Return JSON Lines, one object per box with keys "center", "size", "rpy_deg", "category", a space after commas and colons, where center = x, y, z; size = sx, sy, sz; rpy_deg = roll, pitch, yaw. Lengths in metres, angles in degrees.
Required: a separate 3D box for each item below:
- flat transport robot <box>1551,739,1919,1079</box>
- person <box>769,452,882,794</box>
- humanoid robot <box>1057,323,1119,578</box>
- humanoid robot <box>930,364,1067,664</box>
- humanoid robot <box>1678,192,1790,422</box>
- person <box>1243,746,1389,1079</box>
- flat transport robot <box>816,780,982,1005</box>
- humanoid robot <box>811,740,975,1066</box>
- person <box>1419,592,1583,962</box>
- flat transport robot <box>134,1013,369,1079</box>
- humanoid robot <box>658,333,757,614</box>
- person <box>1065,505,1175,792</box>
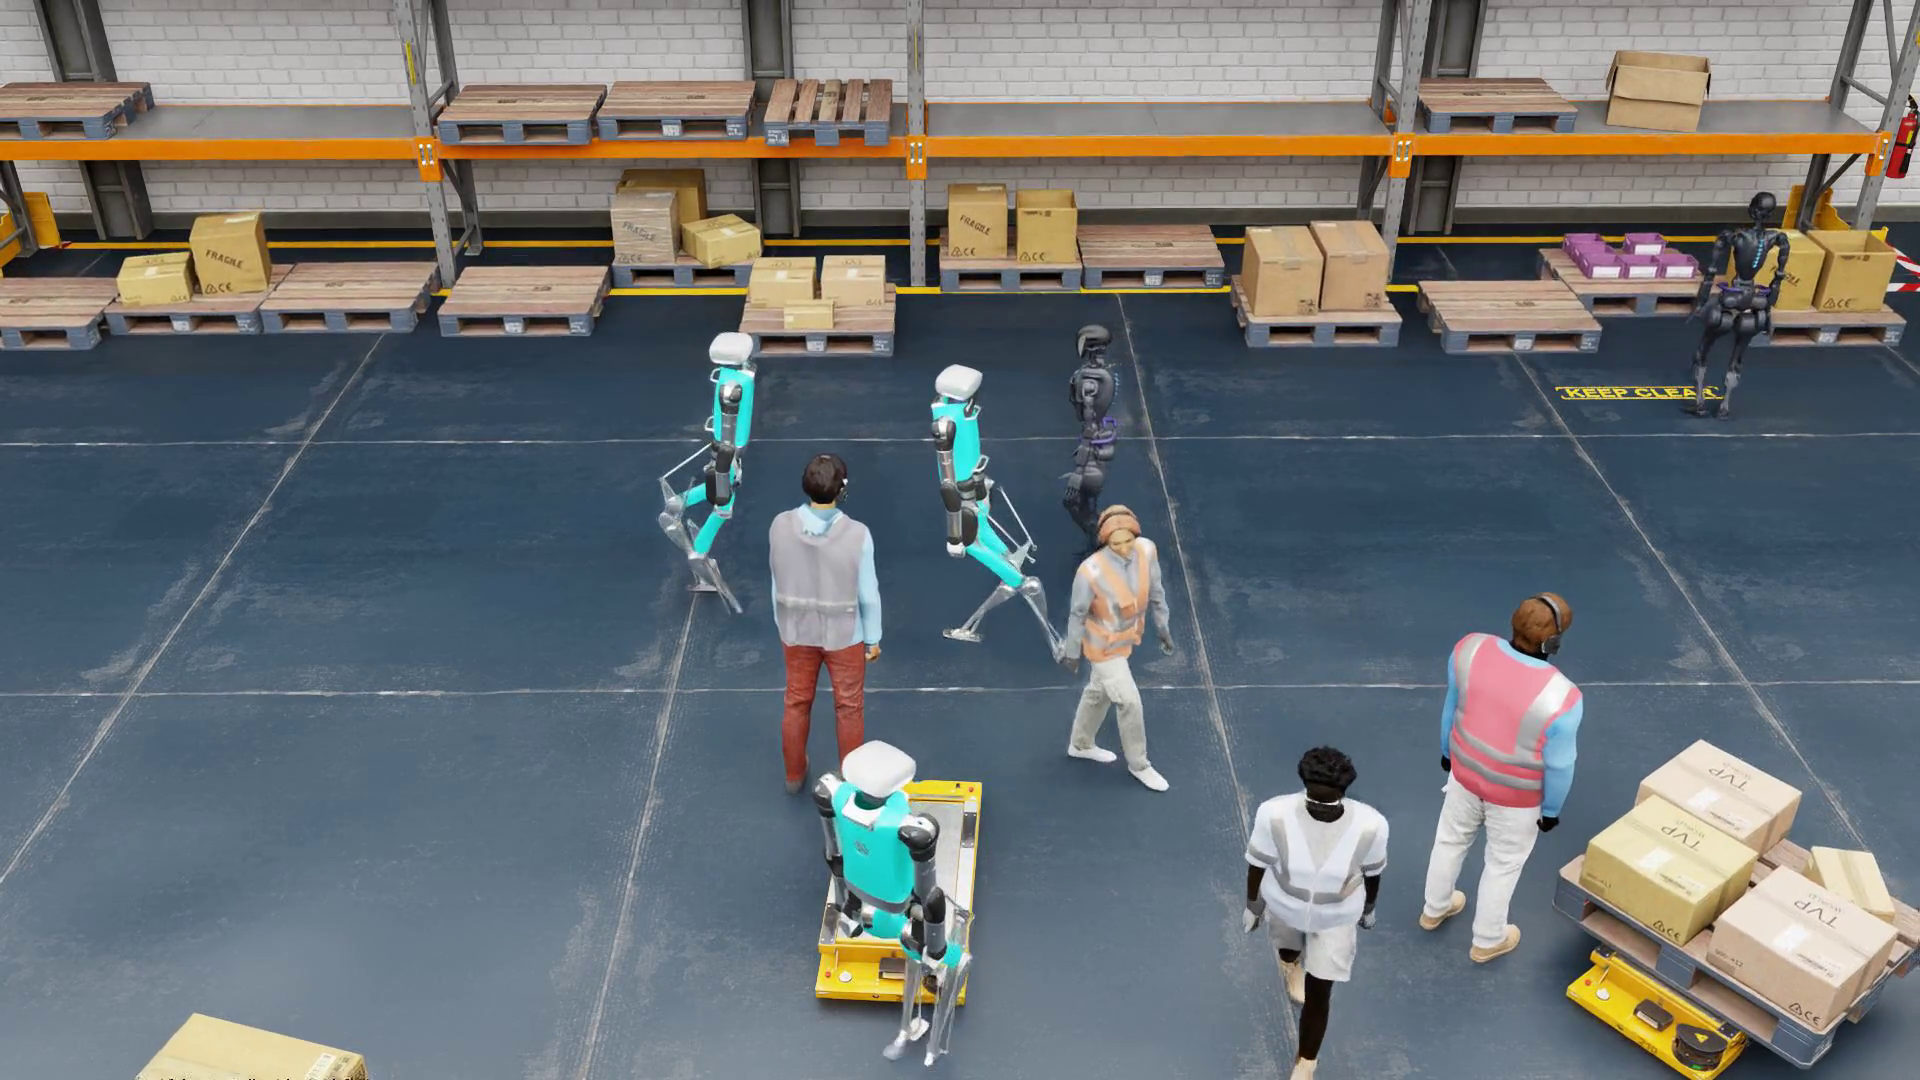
{"center": [3.397, 1.826, 7.371], "size": [1.431, 0.231, 0.659], "rpy_deg": [-22, 38, -32], "category": "flat transport robot"}
{"center": [-0.654, 0.455, 8.111], "size": [0.552, 1.866, 0.418], "rpy_deg": [7, 32, 11], "category": "person"}
{"center": [0.767, -0.506, 9.888], "size": [0.343, 1.650, 0.593], "rpy_deg": [5, 31, 8], "category": "humanoid robot"}
{"center": [0.307, -0.089, 9.168], "size": [0.925, 1.787, 0.552], "rpy_deg": [8, 32, 13], "category": "humanoid robot"}
{"center": [5.494, -1.649, 11.789], "size": [0.592, 1.636, 0.371], "rpy_deg": [0, 31, 0], "category": "humanoid robot"}
{"center": [1.411, 1.432, 6.691], "size": [0.543, 1.647, 0.827], "rpy_deg": [9, 32, 15], "category": "person"}
{"center": [-0.258, 1.576, 7.787], "size": [0.659, 0.231, 1.431], "rpy_deg": [2, 31, 3], "category": "flat transport robot"}
{"center": [-0.175, 1.437, 6.614], "size": [0.537, 1.793, 0.755], "rpy_deg": [19, 36, 29], "category": "humanoid robot"}
{"center": [2.346, 1.021, 7.201], "size": [0.431, 1.835, 0.628], "rpy_deg": [-22, 38, -32], "category": "person"}
{"center": [-2.528, 2.754, 5.825], "size": [1.431, 0.231, 0.659], "rpy_deg": [9, 32, 14], "category": "flat transport robot"}
{"center": [-1.520, -0.348, 9.593], "size": [0.778, 1.796, 0.539], "rpy_deg": [1, 31, 1], "category": "humanoid robot"}
{"center": [0.796, 0.534, 8.220], "size": [0.605, 1.605, 0.495], "rpy_deg": [18, 35, 27], "category": "person"}
